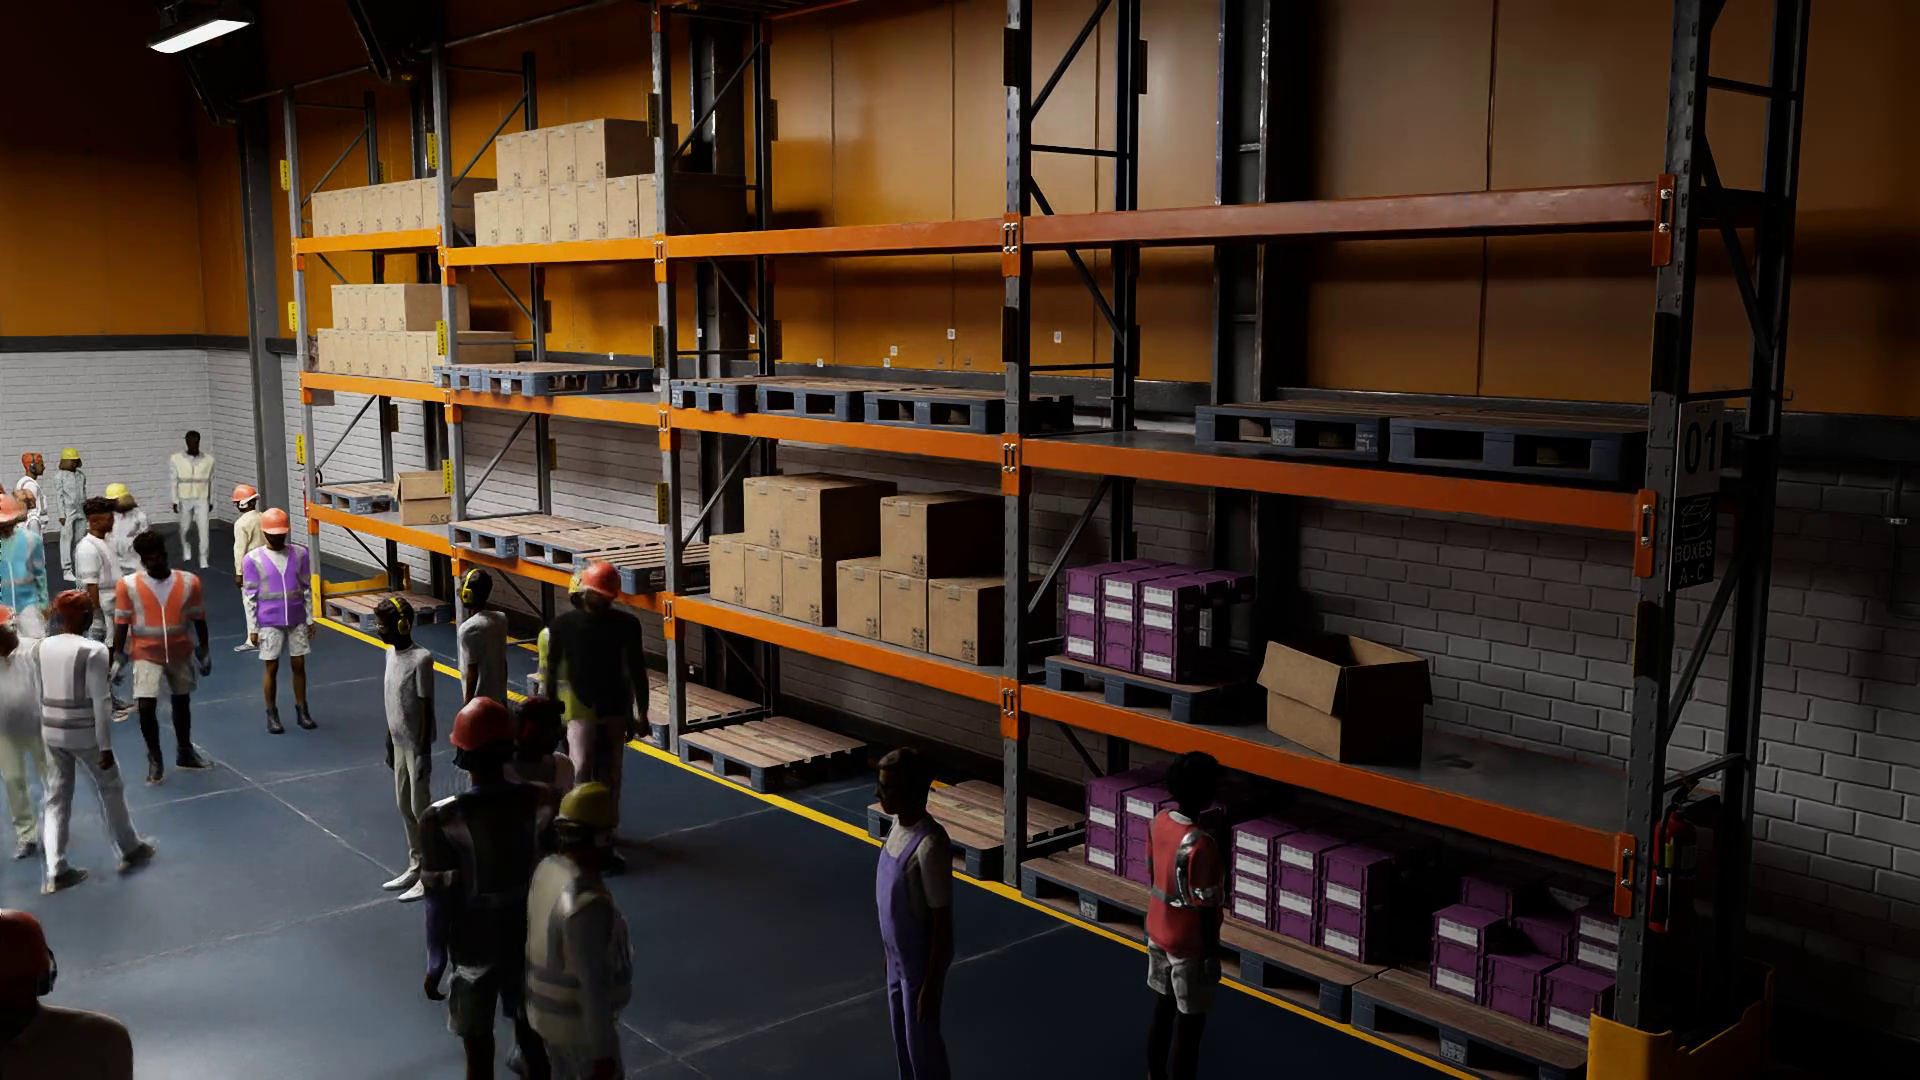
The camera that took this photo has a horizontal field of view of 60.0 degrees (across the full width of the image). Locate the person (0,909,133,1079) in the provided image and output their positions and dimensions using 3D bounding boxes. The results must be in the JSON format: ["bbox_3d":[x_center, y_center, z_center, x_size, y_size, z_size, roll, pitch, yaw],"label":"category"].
[{"bbox_3d":[-2.641,1.991,4.716,0.617,1.984,0.408,-3,9,-21],"label":"person"}]

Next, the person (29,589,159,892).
[{"bbox_3d":[-5.498,1.219,10.517,0.601,1.849,0.879,2,8,13],"label":"person"}]

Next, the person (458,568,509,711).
[{"bbox_3d":[-3.209,1.114,11.198,0.310,1.868,0.532,2,9,16],"label":"person"}]

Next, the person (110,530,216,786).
[{"bbox_3d":[-6.042,0.882,12.588,0.698,1.929,0.571,-6,10,-35],"label":"person"}]

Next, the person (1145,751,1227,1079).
[{"bbox_3d":[1.000,1.757,7.317,0.316,1.696,0.542,-3,9,-19],"label":"person"}]

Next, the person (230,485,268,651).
[{"bbox_3d":[-7.409,0.288,17.386,0.354,1.741,0.568,1,8,9],"label":"person"}]

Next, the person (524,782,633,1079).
[{"bbox_3d":[-1.553,1.840,6.421,0.671,1.793,0.635,-4,9,-28],"label":"person"}]

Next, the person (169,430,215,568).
[{"bbox_3d":[-10.563,-0.585,22.925,0.587,1.898,0.825,-4,9,-27],"label":"person"}]

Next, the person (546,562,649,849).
[{"bbox_3d":[-2.339,1.127,10.793,0.650,1.953,0.723,-3,9,-20],"label":"person"}]

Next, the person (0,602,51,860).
[{"bbox_3d":[-6.249,1.213,11.088,0.571,1.713,0.668,-2,9,-17],"label":"person"}]

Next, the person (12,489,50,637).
[{"bbox_3d":[-10.048,0.256,17.948,0.511,1.643,0.308,7,11,41],"label":"person"}]

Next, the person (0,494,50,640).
[{"bbox_3d":[-8.187,0.593,14.392,0.625,1.986,1.046,-7,11,-39],"label":"person"}]

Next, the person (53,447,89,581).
[{"bbox_3d":[-11.588,-0.343,21.763,0.297,1.744,0.487,2,9,16],"label":"person"}]

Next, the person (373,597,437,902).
[{"bbox_3d":[-3.390,1.268,10.194,0.528,1.856,0.349,8,11,44],"label":"person"}]

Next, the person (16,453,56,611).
[{"bbox_3d":[-10.909,-0.092,19.578,0.355,1.877,0.574,-6,10,-35],"label":"person"}]

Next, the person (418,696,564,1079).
[{"bbox_3d":[-1.921,1.650,6.852,0.607,2.048,0.370,-7,11,-39],"label":"person"}]

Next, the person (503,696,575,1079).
[{"bbox_3d":[-1.922,1.636,7.725,0.568,1.816,0.595,4,9,28],"label":"person"}]

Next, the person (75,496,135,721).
[{"bbox_3d":[-7.475,0.596,14.499,0.385,1.956,0.665,-3,9,-17],"label":"person"}]

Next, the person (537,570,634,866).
[{"bbox_3d":[-2.448,1.165,10.842,0.623,1.884,0.824,-2,8,-11],"label":"person"}]

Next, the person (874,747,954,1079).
[{"bbox_3d":[-0.199,1.751,6.848,0.330,1.844,0.520,-3,9,-20],"label":"person"}]

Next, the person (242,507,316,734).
[{"bbox_3d":[-5.735,0.677,14.053,0.549,1.925,0.384,-7,11,-39],"label":"person"}]

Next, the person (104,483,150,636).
[{"bbox_3d":[-8.878,0.239,17.751,0.523,1.719,0.389,-1,8,-9],"label":"person"}]
